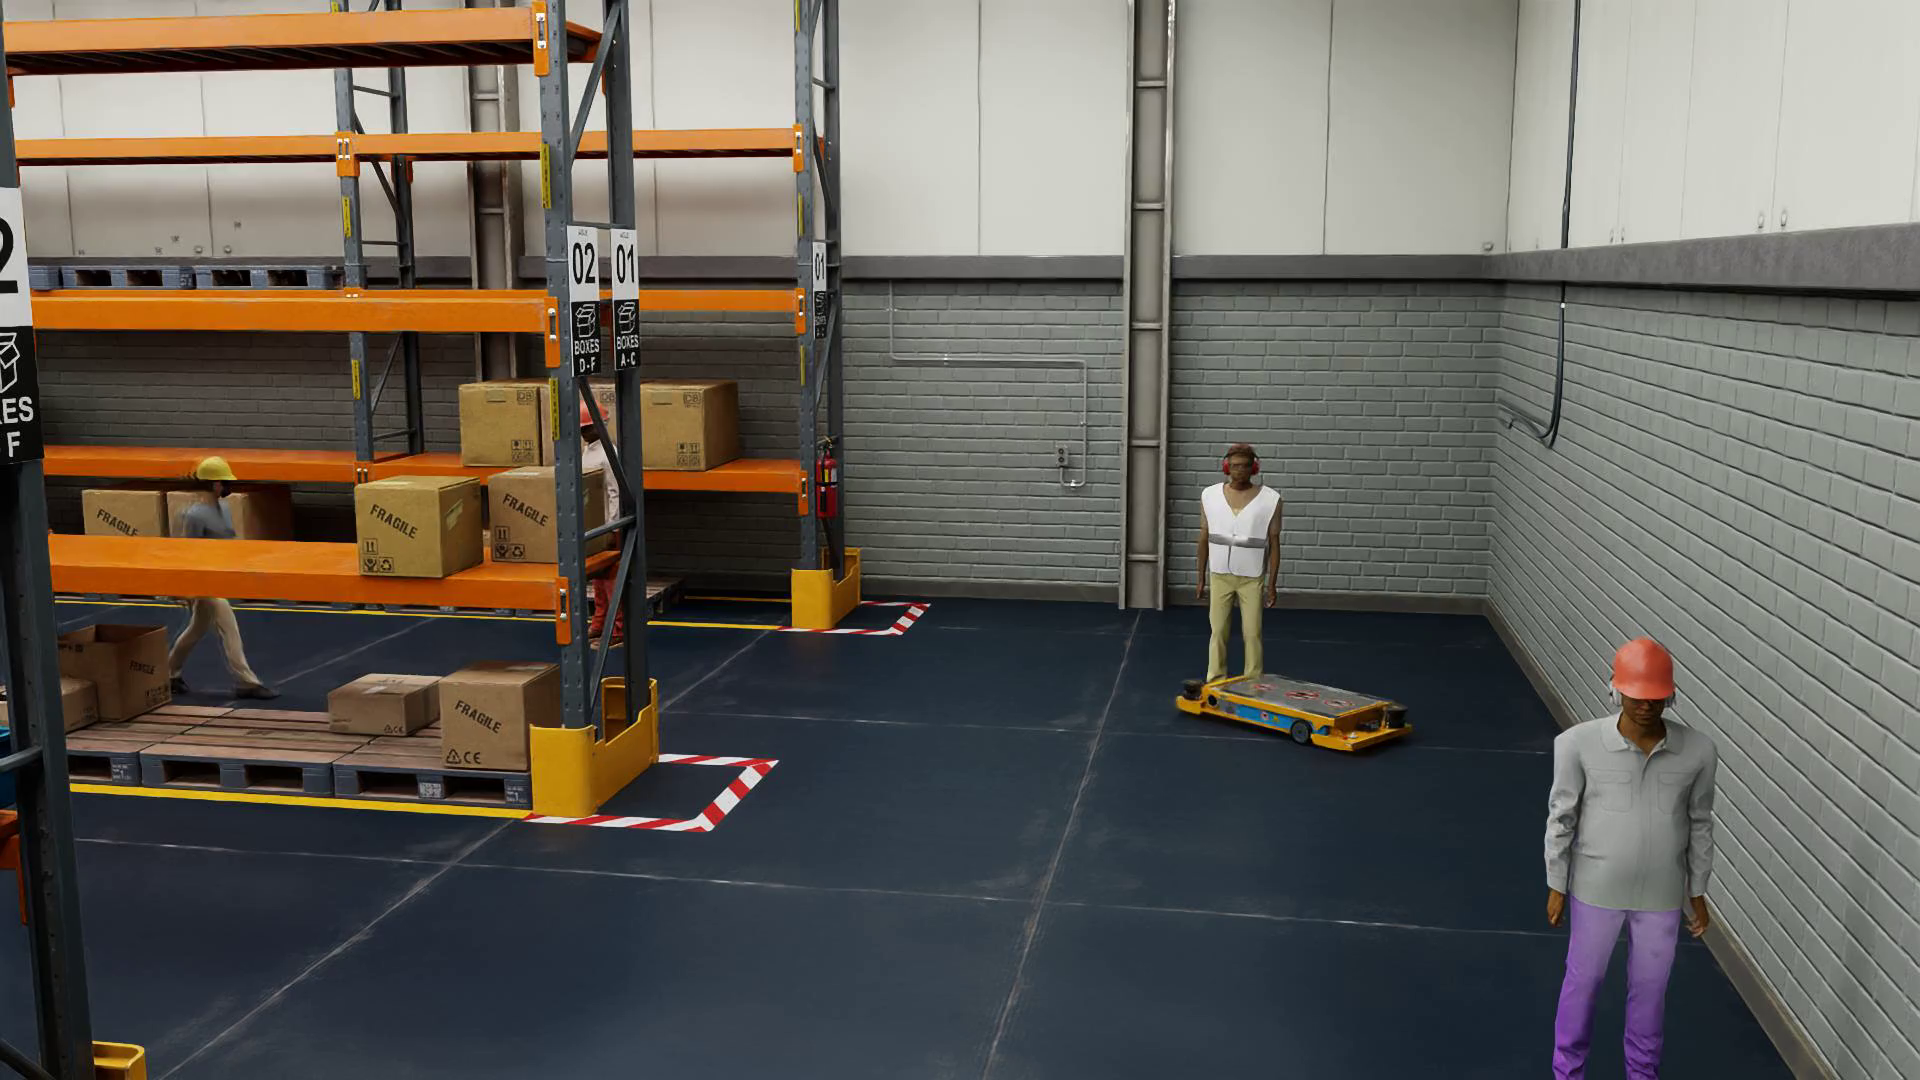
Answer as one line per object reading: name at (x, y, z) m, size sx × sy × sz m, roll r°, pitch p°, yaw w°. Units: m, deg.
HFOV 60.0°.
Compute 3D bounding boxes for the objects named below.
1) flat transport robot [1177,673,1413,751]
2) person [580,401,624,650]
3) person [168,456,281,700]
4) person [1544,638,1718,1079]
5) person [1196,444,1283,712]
flat transport robot at (2.181, 1.098, 10.943) m, size 0.652 × 0.197 × 1.431 m, roll -8°, pitch 12°, yaw -41°
person at (-2.872, -0.122, 13.211) m, size 0.394 × 1.987 × 0.608 m, roll -6°, pitch 11°, yaw -33°
person at (-5.271, 0.265, 11.642) m, size 0.922 × 1.720 × 0.540 m, roll 0°, pitch 9°, yaw 0°
person at (2.324, 1.194, 5.768) m, size 0.573 × 1.749 × 0.342 m, roll 1°, pitch 9°, yaw 6°
person at (1.885, 0.261, 11.271) m, size 0.567 × 1.843 × 0.386 m, roll 4°, pitch 10°, yaw 21°
